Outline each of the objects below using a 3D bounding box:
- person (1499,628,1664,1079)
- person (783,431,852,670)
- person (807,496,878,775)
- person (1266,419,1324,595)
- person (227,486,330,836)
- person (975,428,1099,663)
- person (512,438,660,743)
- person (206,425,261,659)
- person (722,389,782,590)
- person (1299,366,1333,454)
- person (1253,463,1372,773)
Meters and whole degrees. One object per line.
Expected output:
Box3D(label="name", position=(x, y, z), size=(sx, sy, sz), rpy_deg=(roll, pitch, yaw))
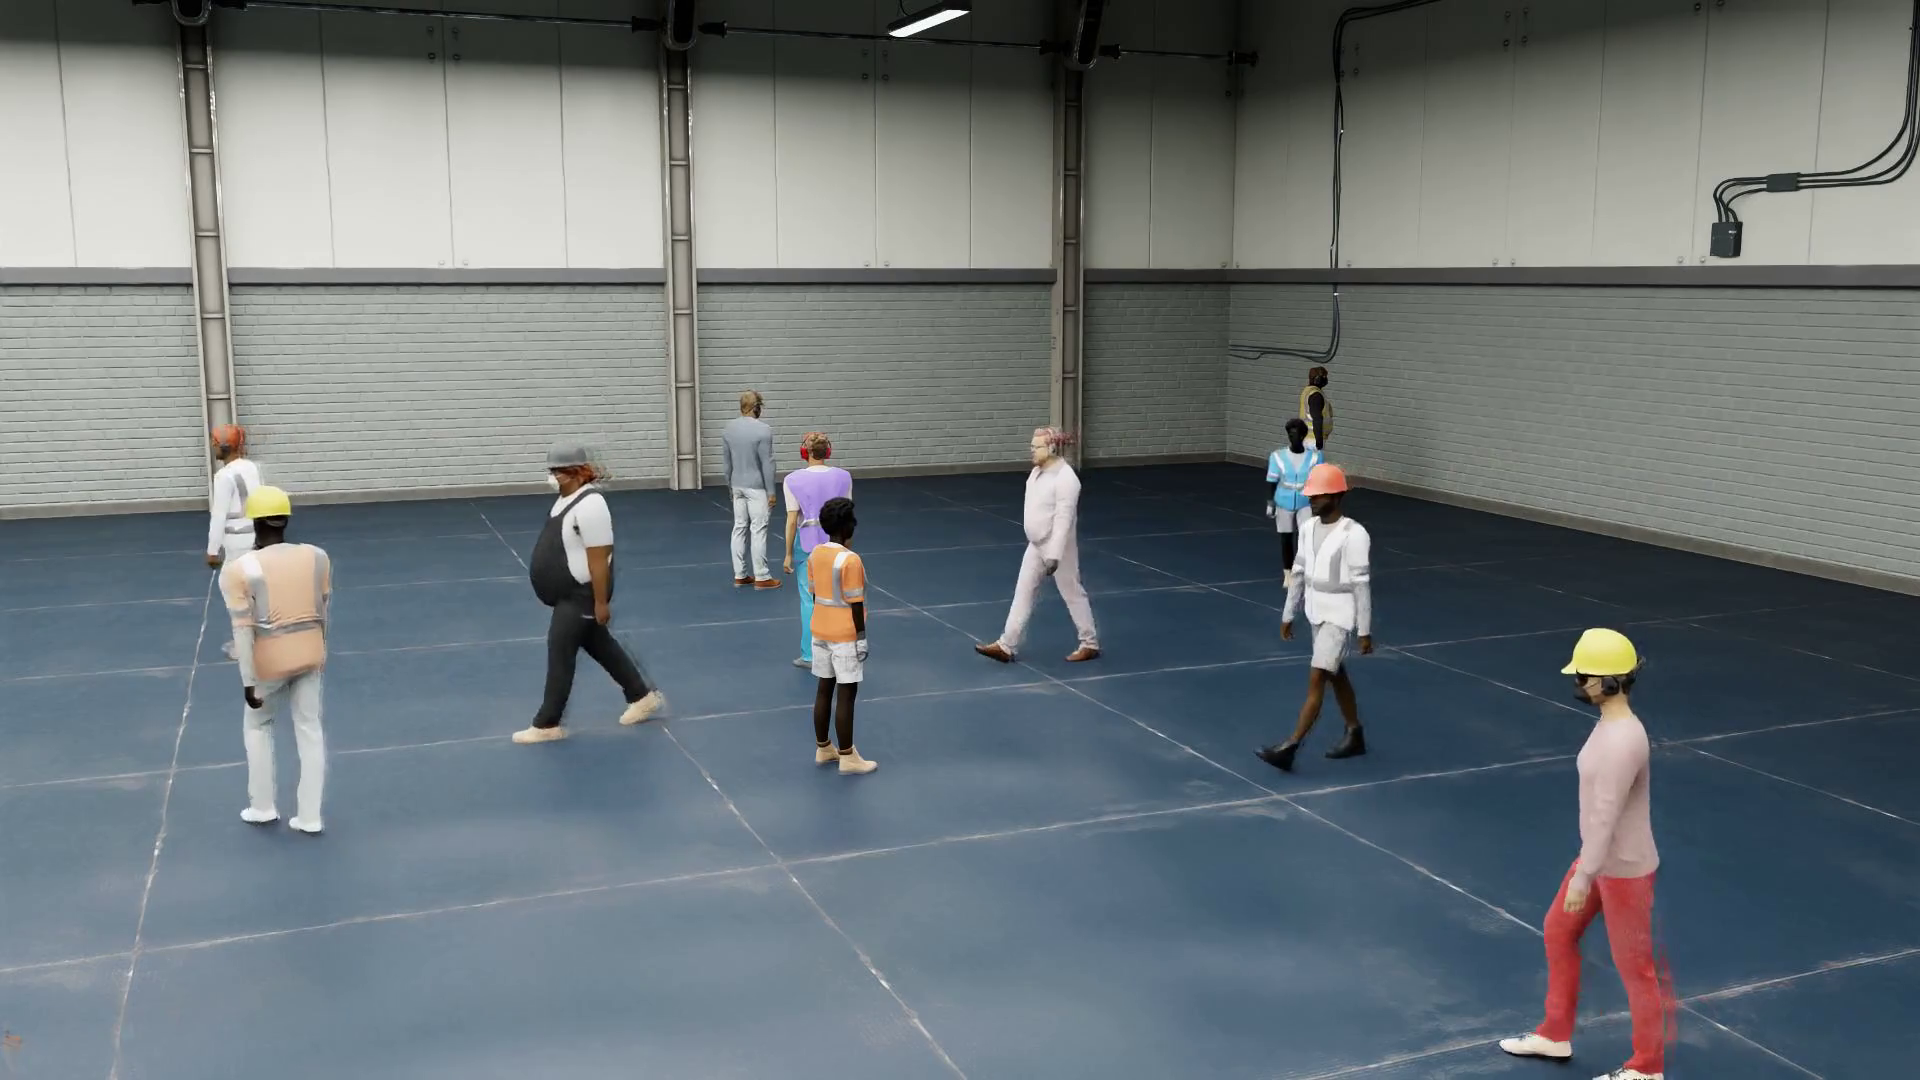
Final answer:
Box3D(label="person", position=(2.319, 1.193, 6.156), size=(0.702, 1.741, 0.541), rpy_deg=(2, 9, 13))
Box3D(label="person", position=(-1.083, 0.084, 12.798), size=(0.571, 1.843, 0.371), rpy_deg=(-5, 10, -29))
Box3D(label="person", position=(-0.731, 0.579, 10.152), size=(0.318, 1.699, 0.535), rpy_deg=(-7, 11, -36))
Box3D(label="person", position=(3.186, -0.313, 15.859), size=(0.550, 1.655, 0.818), rpy_deg=(2, 9, 14))
Box3D(label="person", position=(-3.730, 0.648, 9.076), size=(0.725, 1.899, 0.594), rpy_deg=(9, 12, 43))
Box3D(label="person", position=(0.654, 0.059, 12.951), size=(1.025, 1.850, 0.668), rpy_deg=(-4, 10, -26))
Box3D(label="person", position=(-2.465, 0.275, 10.991), size=(0.999, 2.000, 0.692), rpy_deg=(-4, 10, -24))
Box3D(label="person", position=(-5.755, 0.027, 13.114), size=(0.588, 1.863, 0.593), rpy_deg=(0, 9, 0))
Box3D(label="person", position=(-2.016, -0.484, 16.080), size=(0.627, 1.940, 0.371), rpy_deg=(7, 11, 37))
Box3D(label="person", position=(4.680, -1.357, 21.861), size=(0.429, 1.845, 0.621), rpy_deg=(0, 9, 1))
Box3D(label="person", position=(2.188, 0.475, 10.214), size=(0.987, 1.883, 0.570), rpy_deg=(-4, 10, -25))
